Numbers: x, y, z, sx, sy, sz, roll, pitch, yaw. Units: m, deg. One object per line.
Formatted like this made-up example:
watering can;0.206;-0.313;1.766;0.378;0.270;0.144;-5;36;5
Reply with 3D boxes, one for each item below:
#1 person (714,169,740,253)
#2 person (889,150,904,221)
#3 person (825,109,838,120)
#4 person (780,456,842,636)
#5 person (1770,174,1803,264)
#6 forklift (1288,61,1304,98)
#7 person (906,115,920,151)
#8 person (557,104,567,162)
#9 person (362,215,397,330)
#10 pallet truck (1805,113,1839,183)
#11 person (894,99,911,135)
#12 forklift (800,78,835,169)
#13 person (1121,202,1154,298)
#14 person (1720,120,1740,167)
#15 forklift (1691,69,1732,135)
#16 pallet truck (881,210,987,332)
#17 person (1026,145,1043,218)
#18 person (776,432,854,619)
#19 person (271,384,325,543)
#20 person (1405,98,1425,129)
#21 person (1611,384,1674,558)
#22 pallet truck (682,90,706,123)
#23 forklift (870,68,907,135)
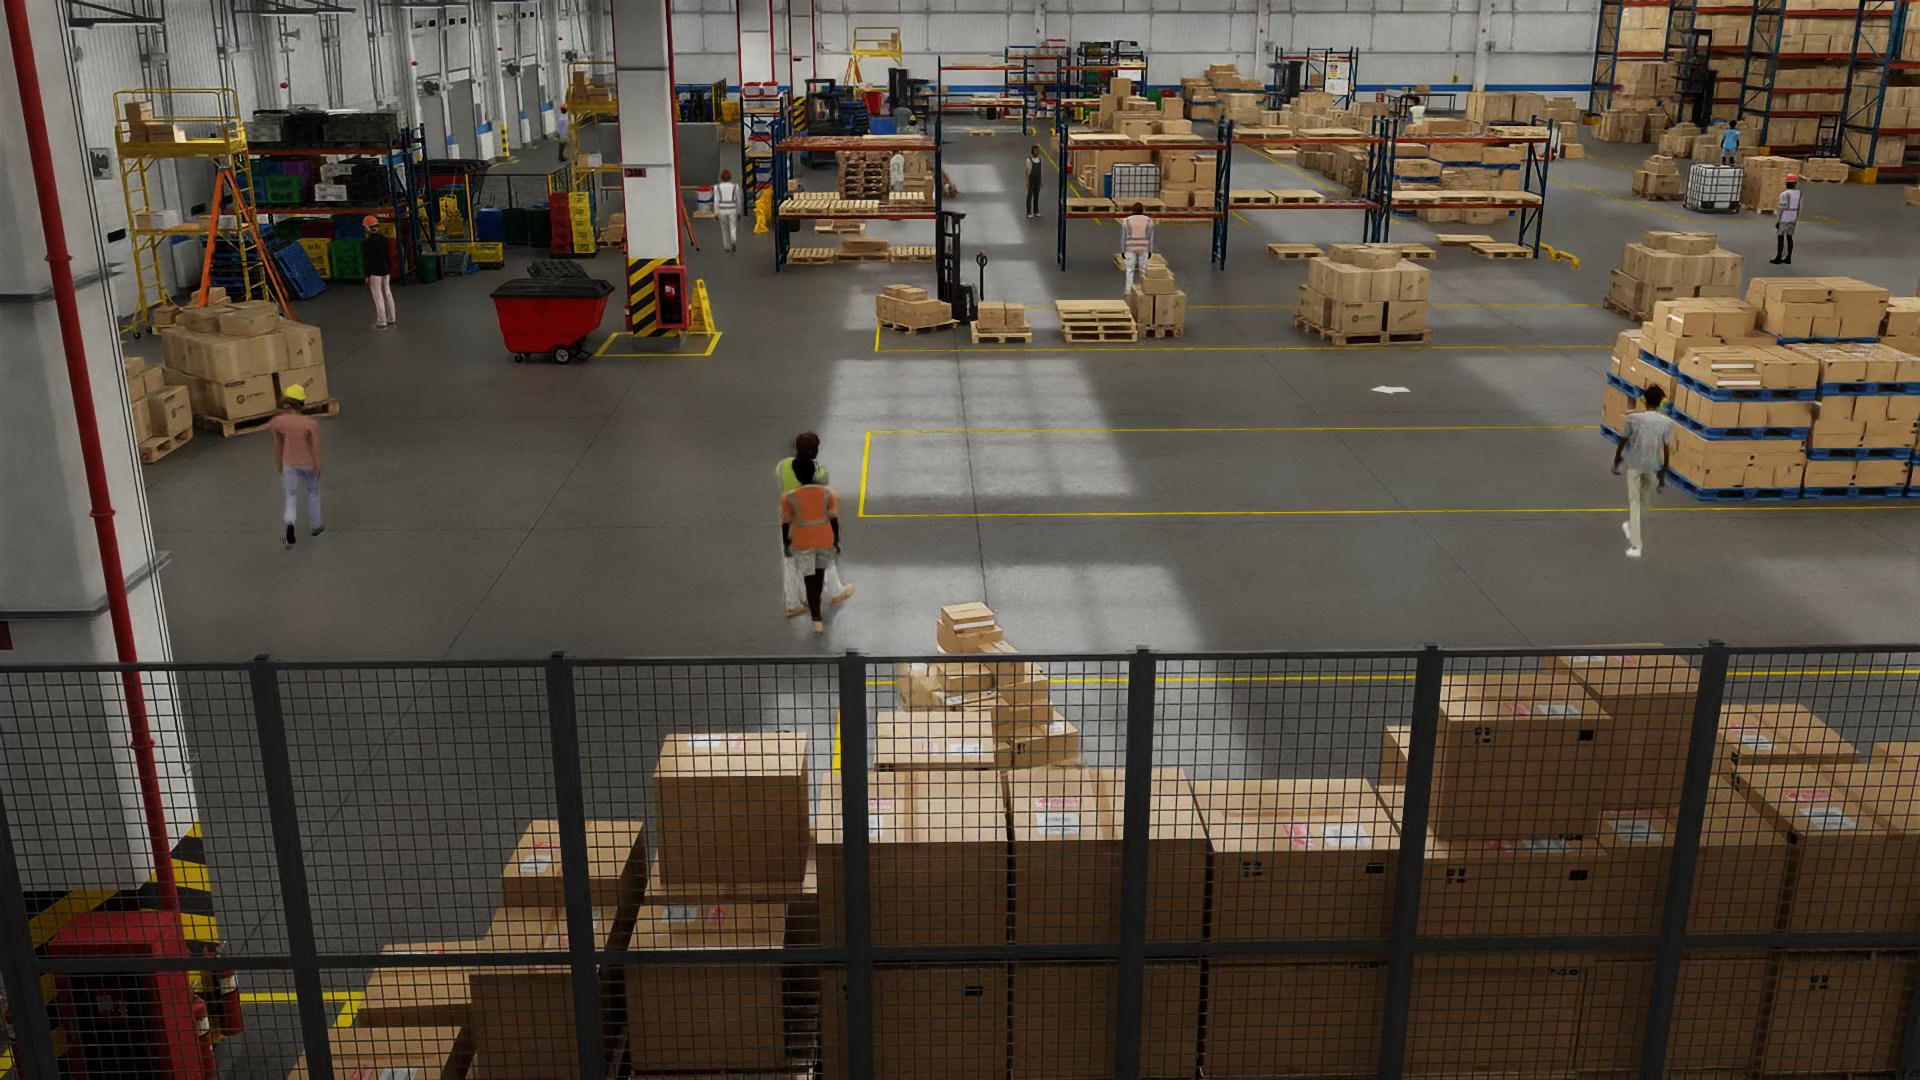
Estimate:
person;-5.207;-7.344;37.224;0.577;1.870;0.509;-4;19;-12
person;-1.623;-9.113;42.357;0.372;1.940;0.631;5;19;15
person;-4.684;-15.148;60.719;0.514;1.642;0.310;-1;19;-4
person;-1.397;0.034;15.647;0.560;1.642;0.896;-8;20;-21
person;17.826;-6.919;35.874;0.541;1.929;0.394;-6;20;-18
forklift;13.218;-17.524;65.857;1.873;2.768;1.129;-1;19;-2
person;-1.501;-12.761;53.480;0.484;1.744;0.295;-6;19;-16
person;-13.433;-13.749;56.161;0.441;1.916;0.674;3;19;9
person;-10.205;-4.676;29.106;0.396;1.992;0.619;7;20;19
pallet truck;26.403;-11.957;50.702;0.823;1.965;1.885;6;19;16
person;-1.988;-14.338;57.859;0.635;1.936;0.356;1;19;3
forklift;-4.527;-13.620;54.275;1.129;2.768;1.873;-6;20;-18
person;3.408;-5.581;32.052;0.624;1.835;0.431;-1;19;-2
person;24.151;-12.305;52.197;0.539;1.695;0.318;7;20;21
forklift;26.710;-15.480;59.794;1.873;2.768;1.129;-1;19;-1
pallet truck;-0.493;-4.759;29.349;1.885;1.965;0.823;-13;23;-34
person;1.919;-9.230;42.847;0.508;1.846;0.345;-14;23;-35
person;-1.419;-0.182;16.057;0.627;1.805;0.839;11;21;29
person;-7.193;-0.825;18.071;0.522;1.738;0.676;-2;19;-7
person;16.354;-14.936;59.753;0.614;1.865;1.024;-4;19;-12
person;7.290;-0.764;17.788;0.508;1.818;0.999;2;19;5
pallet truck;-9.671;-15.907;62.421;0.823;1.965;1.885;5;19;15
forklift;-2.271;-15.727;60.526;1.873;2.768;1.129;-10;21;-28
